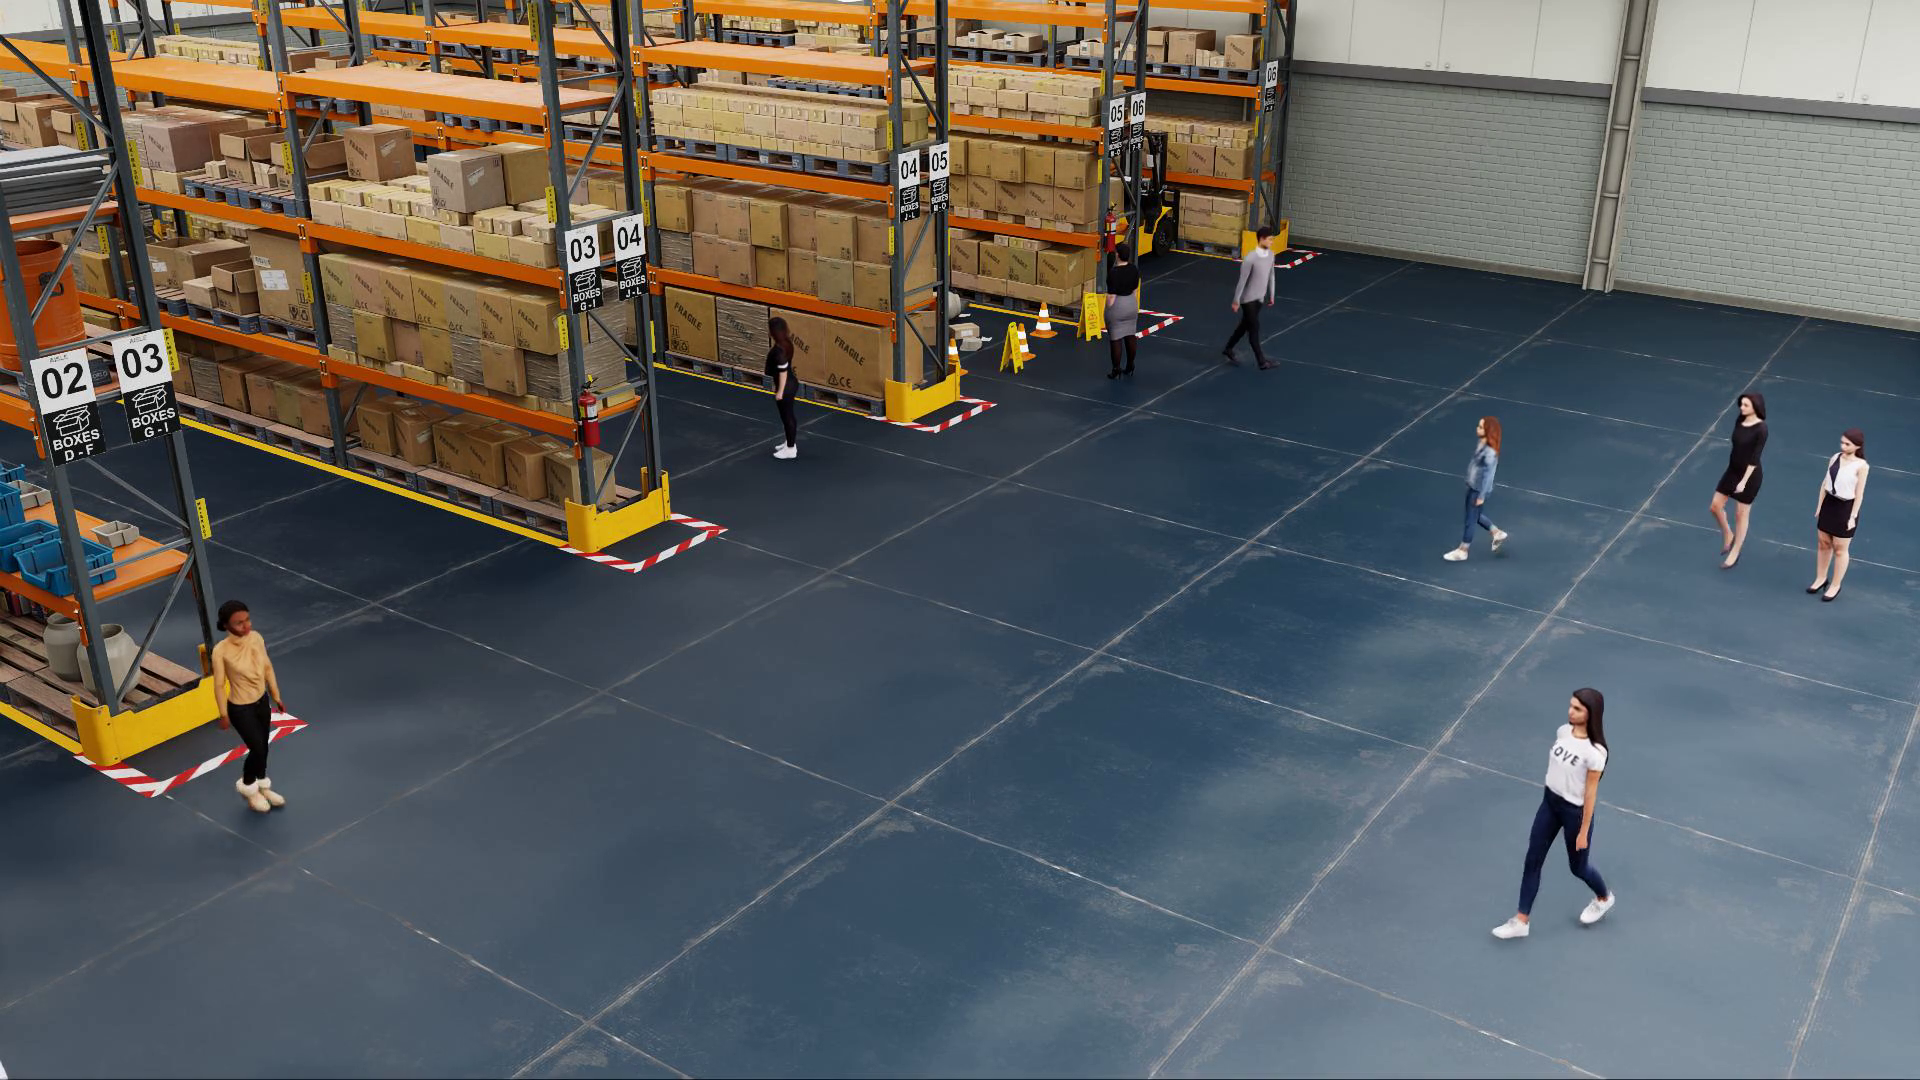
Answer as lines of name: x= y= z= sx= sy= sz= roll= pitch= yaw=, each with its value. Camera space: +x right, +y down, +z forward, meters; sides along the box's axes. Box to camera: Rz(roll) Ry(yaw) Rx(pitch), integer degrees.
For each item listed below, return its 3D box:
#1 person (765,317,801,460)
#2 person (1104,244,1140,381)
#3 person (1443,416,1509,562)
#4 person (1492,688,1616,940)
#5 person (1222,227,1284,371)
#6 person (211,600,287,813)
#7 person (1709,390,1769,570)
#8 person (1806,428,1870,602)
person: x=-1.971 y=-1.728 z=18.745 sx=0.738 sy=1.639 sz=0.708 roll=2 pitch=23 yaw=4
person: x=2.100 y=-2.956 z=21.480 sx=0.741 sy=1.759 sz=0.733 roll=-16 pitch=28 yaw=-33
person: x=5.068 y=-0.489 z=16.057 sx=0.956 sy=1.463 sz=0.845 roll=0 pitch=23 yaw=0
person: x=3.900 y=1.740 z=10.461 sx=1.088 sy=1.741 sz=1.135 roll=-8 pitch=24 yaw=-18
person: x=3.756 y=-3.188 z=21.874 sx=0.910 sy=1.877 sz=1.307 roll=-19 pitch=29 yaw=-37
person: x=-5.165 y=1.170 z=11.918 sx=0.635 sy=1.649 sz=0.631 roll=9 pitch=25 yaw=20
person: x=7.513 y=-0.561 z=15.807 sx=0.788 sy=1.792 sz=0.721 roll=-6 pitch=24 yaw=-14
person: x=8.065 y=-0.247 z=15.249 sx=0.689 sy=1.650 sz=0.584 roll=-11 pitch=25 yaw=-24
